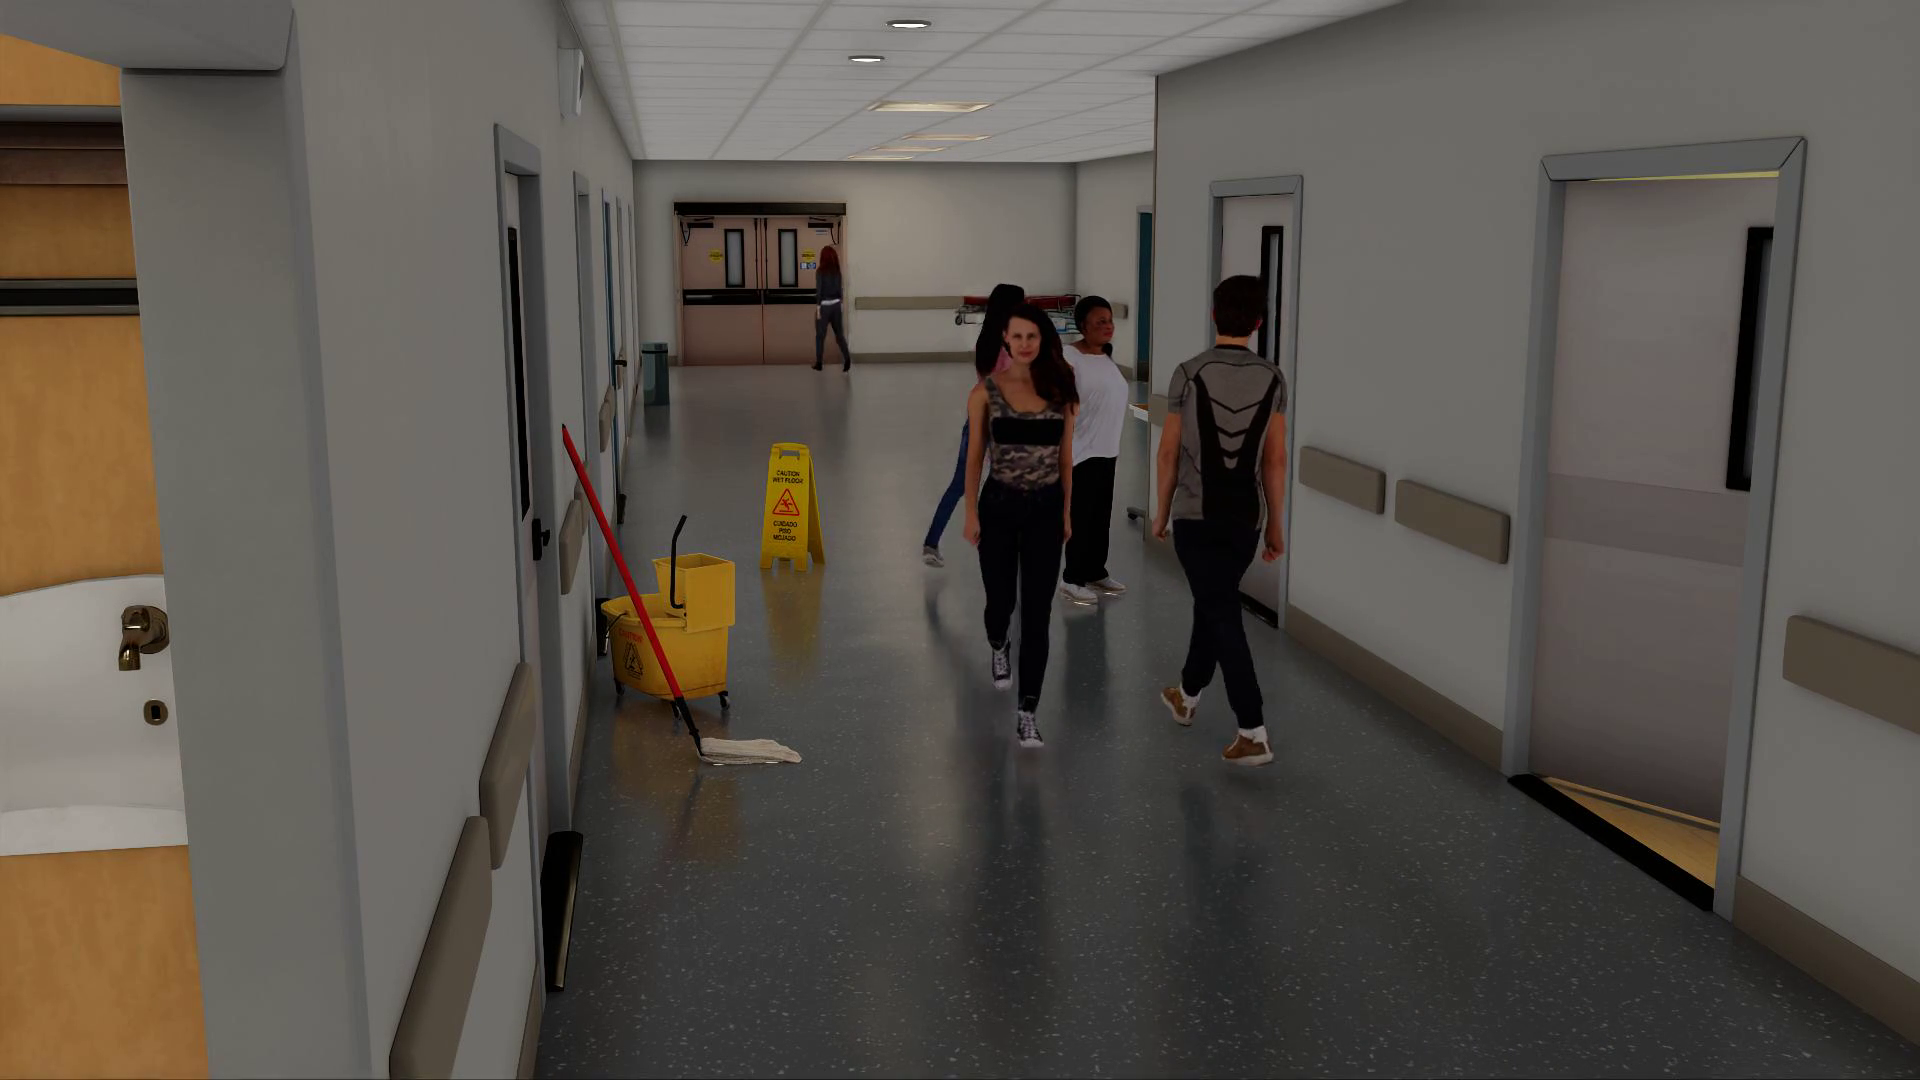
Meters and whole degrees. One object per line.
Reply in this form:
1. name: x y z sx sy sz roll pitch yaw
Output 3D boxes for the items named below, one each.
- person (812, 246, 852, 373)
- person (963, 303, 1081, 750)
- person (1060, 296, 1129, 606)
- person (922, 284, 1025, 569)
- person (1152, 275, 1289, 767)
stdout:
1. person: -1.762 -3.156 23.032 0.913 1.743 1.234 -7 13 -31
2. person: 0.232 -0.073 6.810 0.684 1.733 1.173 -1 11 -3
3. person: 0.736 -0.518 9.279 0.811 1.688 0.758 8 13 37
4. person: 0.118 -0.622 9.826 1.032 1.688 1.207 -8 13 -36
5. person: 1.018 -0.031 6.318 0.721 1.834 1.245 -3 11 -15
